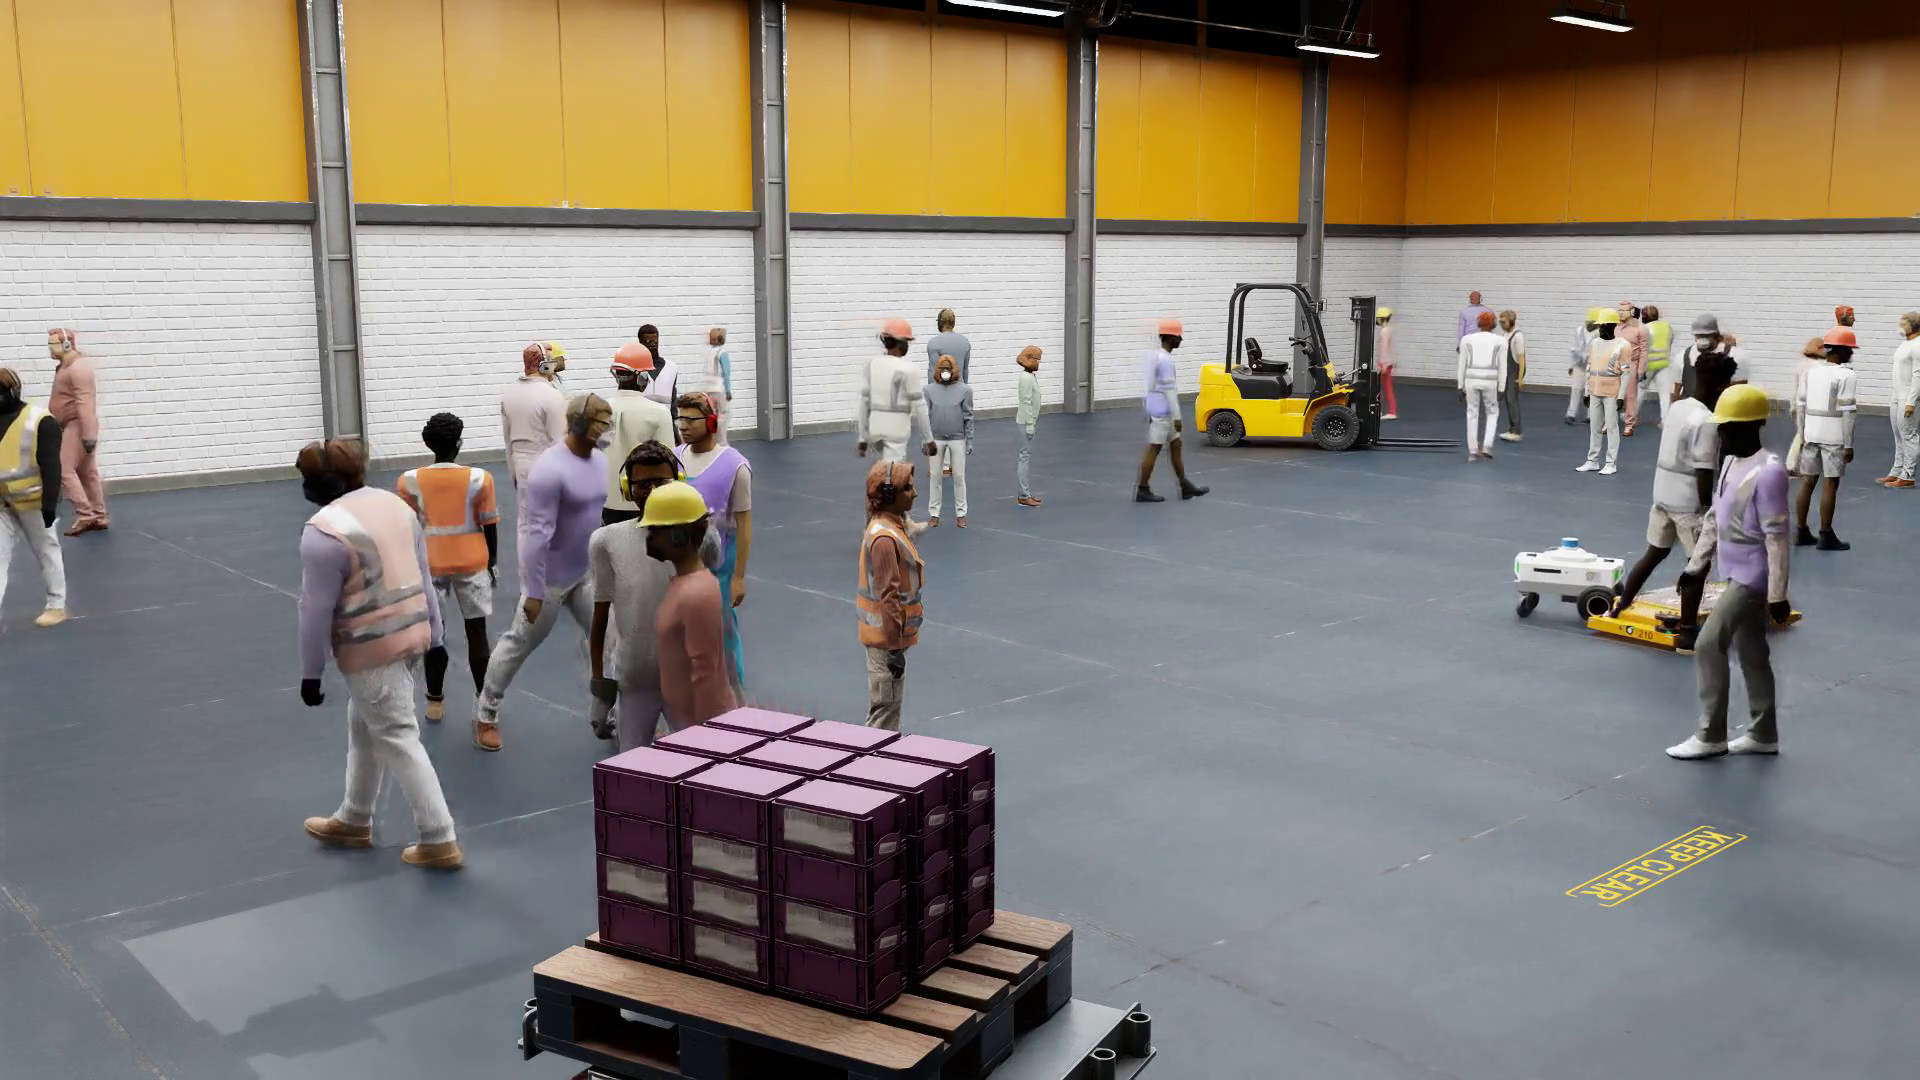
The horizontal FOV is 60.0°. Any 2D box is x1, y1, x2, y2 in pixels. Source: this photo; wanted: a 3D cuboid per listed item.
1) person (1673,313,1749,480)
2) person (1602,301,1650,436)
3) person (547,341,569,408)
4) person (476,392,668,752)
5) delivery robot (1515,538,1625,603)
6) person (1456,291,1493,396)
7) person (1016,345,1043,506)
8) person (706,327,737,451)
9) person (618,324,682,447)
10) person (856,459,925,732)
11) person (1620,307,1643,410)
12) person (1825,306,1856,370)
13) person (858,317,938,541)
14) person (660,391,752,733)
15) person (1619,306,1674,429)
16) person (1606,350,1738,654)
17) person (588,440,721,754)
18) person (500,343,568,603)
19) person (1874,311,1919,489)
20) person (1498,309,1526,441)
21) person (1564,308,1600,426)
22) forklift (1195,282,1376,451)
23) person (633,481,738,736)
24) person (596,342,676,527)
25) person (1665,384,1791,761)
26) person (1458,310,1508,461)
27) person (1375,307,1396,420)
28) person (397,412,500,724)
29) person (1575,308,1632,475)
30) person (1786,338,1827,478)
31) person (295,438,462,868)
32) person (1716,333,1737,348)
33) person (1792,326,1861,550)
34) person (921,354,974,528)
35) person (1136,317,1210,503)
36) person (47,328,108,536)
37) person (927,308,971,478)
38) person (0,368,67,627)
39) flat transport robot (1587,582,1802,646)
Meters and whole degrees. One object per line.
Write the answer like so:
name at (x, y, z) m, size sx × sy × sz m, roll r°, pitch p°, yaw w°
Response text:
person at (7.378, -1.273, 16.392) m, size 0.702 × 2.000 × 0.776 m, roll 8°, pitch 12°, yaw 38°
person at (9.358, -2.417, 23.484) m, size 0.400 × 1.910 × 0.643 m, roll -8°, pitch 13°, yaw -40°
person at (-3.772, -0.976, 15.519) m, size 0.284 × 1.746 × 0.492 m, roll 0°, pitch 10°, yaw -3°
person at (-2.047, 0.178, 8.447) m, size 1.093 × 1.872 × 0.681 m, roll 4°, pitch 10°, yaw 21°
delivery robot at (4.275, 0.227, 11.678) m, size 0.707 × 0.478 × 0.477 m, roll 5°, pitch 11°, yaw 27°
person at (9.302, -3.545, 30.104) m, size 0.637 × 1.904 × 0.403 m, roll 0°, pitch 10°, yaw -1°
person at (0.705, -1.163, 16.940) m, size 0.289 × 1.633 × 0.497 m, roll 1°, pitch 10°, yaw 3°
person at (-3.133, -1.921, 21.381) m, size 0.529 × 1.624 × 0.527 m, roll -6°, pitch 11°, yaw -32°
person at (-2.842, -1.010, 15.211) m, size 0.587 × 1.920 × 0.390 m, roll -6°, pitch 12°, yaw -33°
person at (-0.311, 0.456, 7.444) m, size 0.308 × 1.641 × 0.514 m, roll -1°, pitch 10°, yaw -3°
person at (11.054, -2.978, 27.375) m, size 0.315 × 1.696 × 0.541 m, roll -8°, pitch 13°, yaw -41°
person at (11.562, -2.133, 21.890) m, size 0.354 × 1.883 × 0.576 m, roll 3°, pitch 10°, yaw 16°
person at (-0.508, -0.914, 14.418) m, size 0.632 × 1.996 × 0.985 m, roll 10°, pitch 14°, yaw 44°
person at (-1.316, 0.147, 8.646) m, size 0.565 × 1.846 × 0.390 m, roll 6°, pitch 11°, yaw 30°
person at (10.253, -2.566, 24.672) m, size 0.715 × 1.783 × 0.956 m, roll -2°, pitch 10°, yaw -13°
person at (4.632, -0.251, 10.744) m, size 0.574 × 1.934 × 0.842 m, roll 0°, pitch 10°, yaw -1°
person at (-1.118, 0.553, 6.200) m, size 0.532 × 1.870 × 0.319 m, roll -3°, pitch 10°, yaw -18°
person at (-3.046, -0.487, 12.186) m, size 0.651 × 1.907 × 0.409 m, roll 7°, pitch 12°, yaw 37°
person at (10.346, -1.529, 18.188) m, size 0.372 × 1.940 × 0.632 m, roll 2°, pitch 10°, yaw 13°
person at (7.596, -2.269, 22.895) m, size 0.439 × 1.818 × 0.592 m, roll -1°, pitch 10°, yaw -4°
person at (9.310, -2.564, 24.768) m, size 0.653 × 1.761 × 0.919 m, roll 8°, pitch 12°, yaw 39°
forklift at (4.328, -2.346, 22.227) m, size 2.313 × 2.155 × 1.214 m, roll 3°, pitch 10°, yaw 16°
person at (-0.857, 0.647, 6.040) m, size 0.618 × 1.752 × 0.536 m, roll -3°, pitch 10°, yaw -15°
person at (-2.052, -0.249, 10.528) m, size 0.622 × 1.992 × 0.394 m, roll 3°, pitch 10°, yaw 17°
person at (3.849, 0.171, 8.347) m, size 0.737 × 1.898 × 0.601 m, roll 2°, pitch 10°, yaw 11°
person at (6.465, -1.905, 20.609) m, size 0.596 × 1.871 × 0.461 m, roll 4°, pitch 11°, yaw 23°
person at (6.449, -2.728, 25.793) m, size 0.757 × 1.735 × 0.543 m, roll 4°, pitch 10°, yaw 22°
person at (-2.768, 0.152, 9.044) m, size 0.539 × 1.698 × 0.318 m, roll -2°, pitch 10°, yaw -13°
person at (7.510, -1.725, 19.373) m, size 0.367 × 1.928 × 0.584 m, roll -5°, pitch 11°, yaw -28°
person at (9.808, -1.503, 19.037) m, size 0.763 × 1.602 × 0.509 m, roll -1°, pitch 10°, yaw -4°
person at (-2.464, 0.471, 6.897) m, size 0.901 × 1.791 × 0.649 m, roll 2°, pitch 10°, yaw 12°
person at (8.923, -1.592, 19.436) m, size 0.311 × 1.639 × 0.513 m, roll 5°, pitch 11°, yaw 25°
person at (7.525, -0.881, 14.404) m, size 0.369 × 1.933 × 0.551 m, roll -3°, pitch 10°, yaw -19°
person at (-0.121, -0.921, 15.551) m, size 0.502 × 1.626 × 0.281 m, roll 1°, pitch 10°, yaw 5°
person at (2.220, -1.323, 17.089) m, size 0.896 × 1.899 × 0.566 m, roll 0°, pitch 10°, yaw 0°
person at (-8.102, -0.984, 15.164) m, size 0.546 × 1.890 × 0.666 m, roll -6°, pitch 11°, yaw -32°
person at (-0.151, -1.686, 19.108) m, size 0.372 × 1.940 × 0.630 m, roll 9°, pitch 13°, yaw 43°
person at (-6.321, -0.244, 11.086) m, size 0.654 × 1.789 × 0.945 m, roll 0°, pitch 10°, yaw 0°
flat transport robot at (4.993, 0.485, 11.277) m, size 1.431 × 0.197 × 0.652 m, roll -6°, pitch 11°, yaw -32°
